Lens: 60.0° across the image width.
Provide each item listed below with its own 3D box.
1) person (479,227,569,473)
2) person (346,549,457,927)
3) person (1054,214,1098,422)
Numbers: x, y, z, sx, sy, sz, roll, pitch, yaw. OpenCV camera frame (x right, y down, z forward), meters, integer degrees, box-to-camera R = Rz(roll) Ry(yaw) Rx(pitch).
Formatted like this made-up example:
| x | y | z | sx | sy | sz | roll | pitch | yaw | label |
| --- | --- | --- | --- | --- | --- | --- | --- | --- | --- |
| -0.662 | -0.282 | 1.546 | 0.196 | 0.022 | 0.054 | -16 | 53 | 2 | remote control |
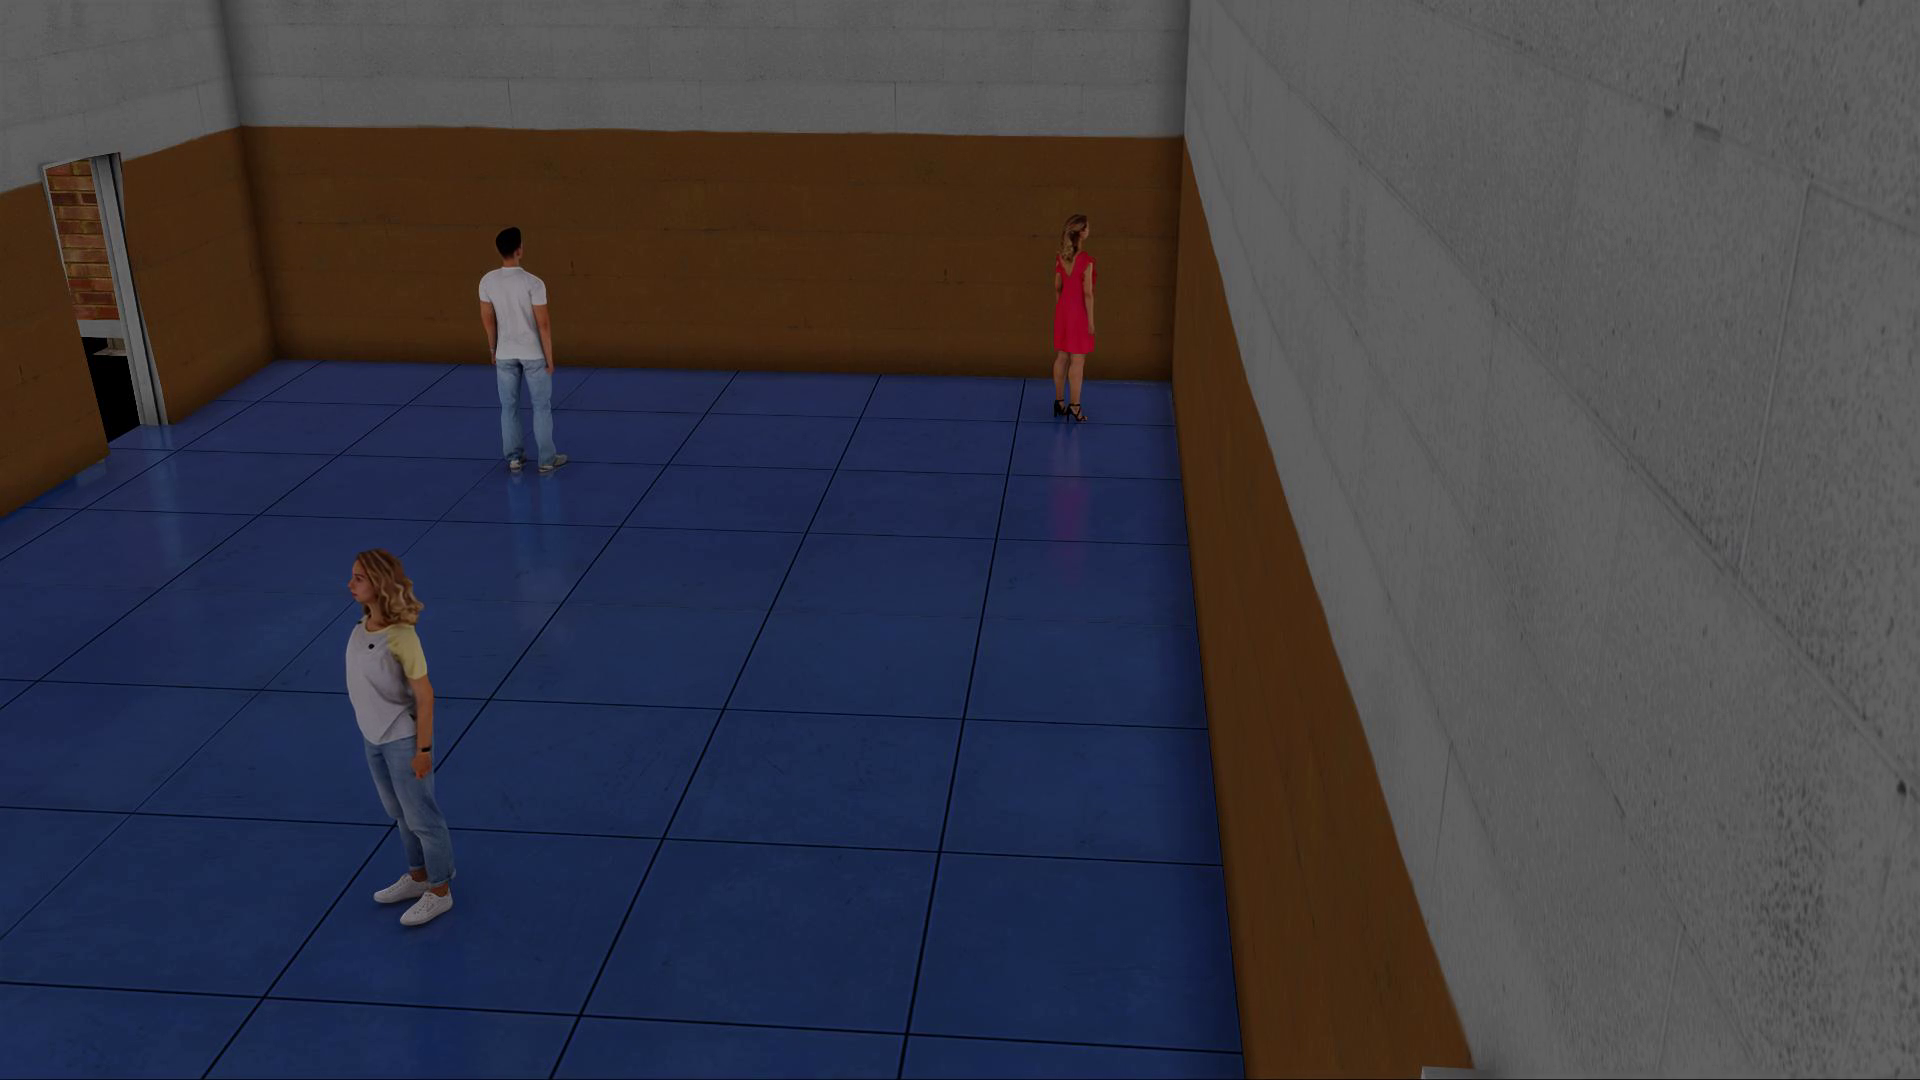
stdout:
| x | y | z | sx | sy | sz | roll | pitch | yaw | label |
| --- | --- | --- | --- | --- | --- | --- | --- | --- | --- |
| -3.330 | -1.430 | 12.601 | 0.493 | 1.864 | 0.742 | 3 | 22 | 8 | person |
| -2.396 | 0.839 | 7.121 | 0.771 | 1.723 | 0.692 | -20 | 30 | -41 | person |
| 0.936 | -1.854 | 13.838 | 0.718 | 1.728 | 0.666 | -15 | 27 | -34 | person |
